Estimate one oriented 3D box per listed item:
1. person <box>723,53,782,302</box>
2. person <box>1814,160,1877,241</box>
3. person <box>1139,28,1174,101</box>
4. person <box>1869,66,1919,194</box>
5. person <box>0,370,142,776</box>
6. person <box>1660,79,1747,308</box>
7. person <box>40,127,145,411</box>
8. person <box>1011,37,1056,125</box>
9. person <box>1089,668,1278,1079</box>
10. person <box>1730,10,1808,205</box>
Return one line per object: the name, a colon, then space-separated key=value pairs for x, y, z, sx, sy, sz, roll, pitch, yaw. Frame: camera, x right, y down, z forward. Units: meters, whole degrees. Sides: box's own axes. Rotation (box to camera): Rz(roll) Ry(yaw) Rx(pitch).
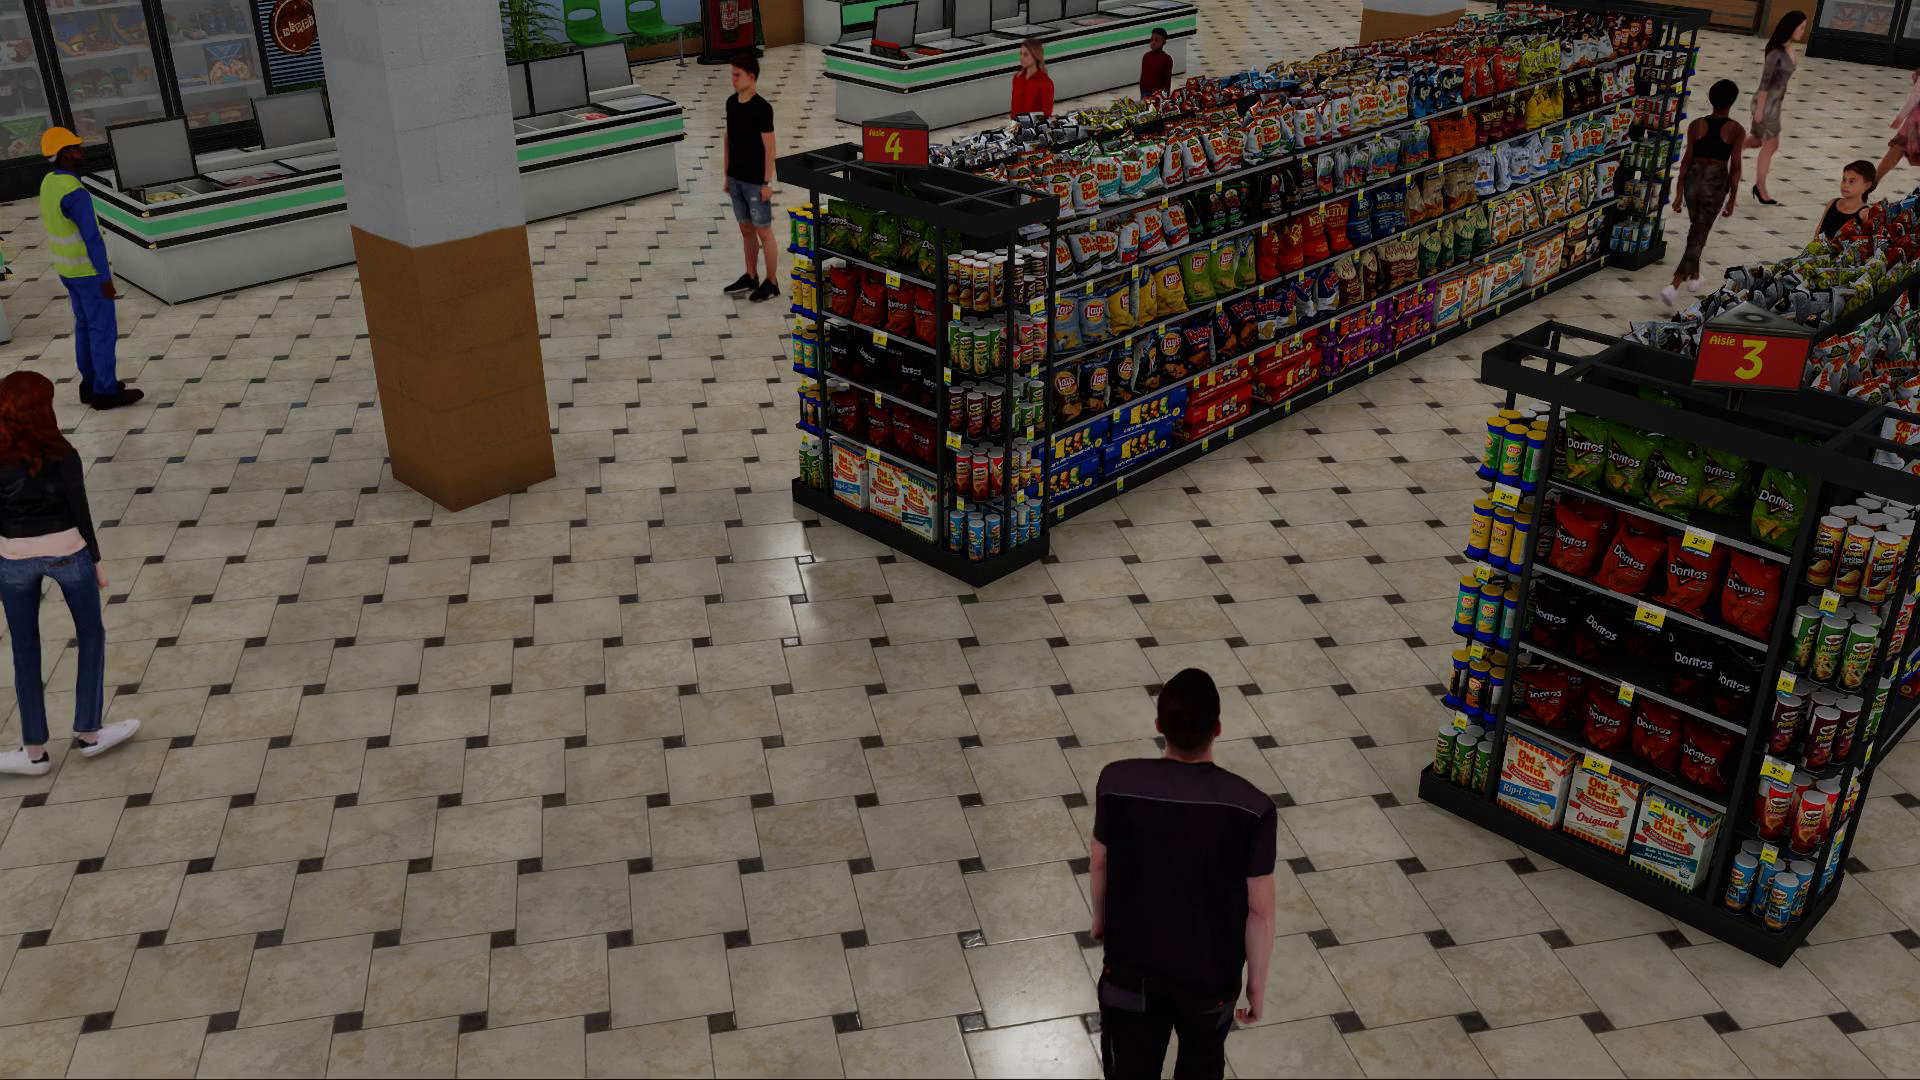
person: x=-1.580 y=-2.757 z=12.639 sx=0.668 sy=1.847 sz=0.550 roll=23 pitch=35 yaw=37
person: x=5.715 y=-1.722 z=10.909 sx=0.570 sy=1.565 sz=0.569 roll=-16 pitch=31 yaw=-29
person: x=1.971 y=-4.536 z=16.802 sx=0.516 sy=1.255 sz=0.514 roll=19 pitch=32 yaw=33
person: x=8.694 y=-3.763 z=14.844 sx=0.750 sy=1.647 sz=1.029 roll=20 pitch=33 yaw=34
person: x=-3.876 y=0.160 z=6.979 sx=0.790 sy=1.764 sz=0.934 roll=-8 pitch=28 yaw=-16
person: x=5.534 y=-2.548 z=12.440 sx=0.663 sy=1.655 sz=1.196 roll=20 pitch=33 yaw=35
person: x=-5.635 y=-1.736 z=10.670 sx=0.661 sy=1.807 sz=0.582 roll=22 pitch=34 yaw=37
person: x=0.649 y=-3.365 z=14.005 sx=0.622 sy=1.697 sz=0.738 roll=24 pitch=36 yaw=39
person: x=0.582 y=1.281 z=4.736 sx=1.101 sy=1.793 sz=1.322 roll=8 pitch=28 yaw=16
person: x=7.223 y=-3.911 z=15.057 sx=0.802 sy=1.718 sz=0.980 roll=15 pitch=31 yaw=28
